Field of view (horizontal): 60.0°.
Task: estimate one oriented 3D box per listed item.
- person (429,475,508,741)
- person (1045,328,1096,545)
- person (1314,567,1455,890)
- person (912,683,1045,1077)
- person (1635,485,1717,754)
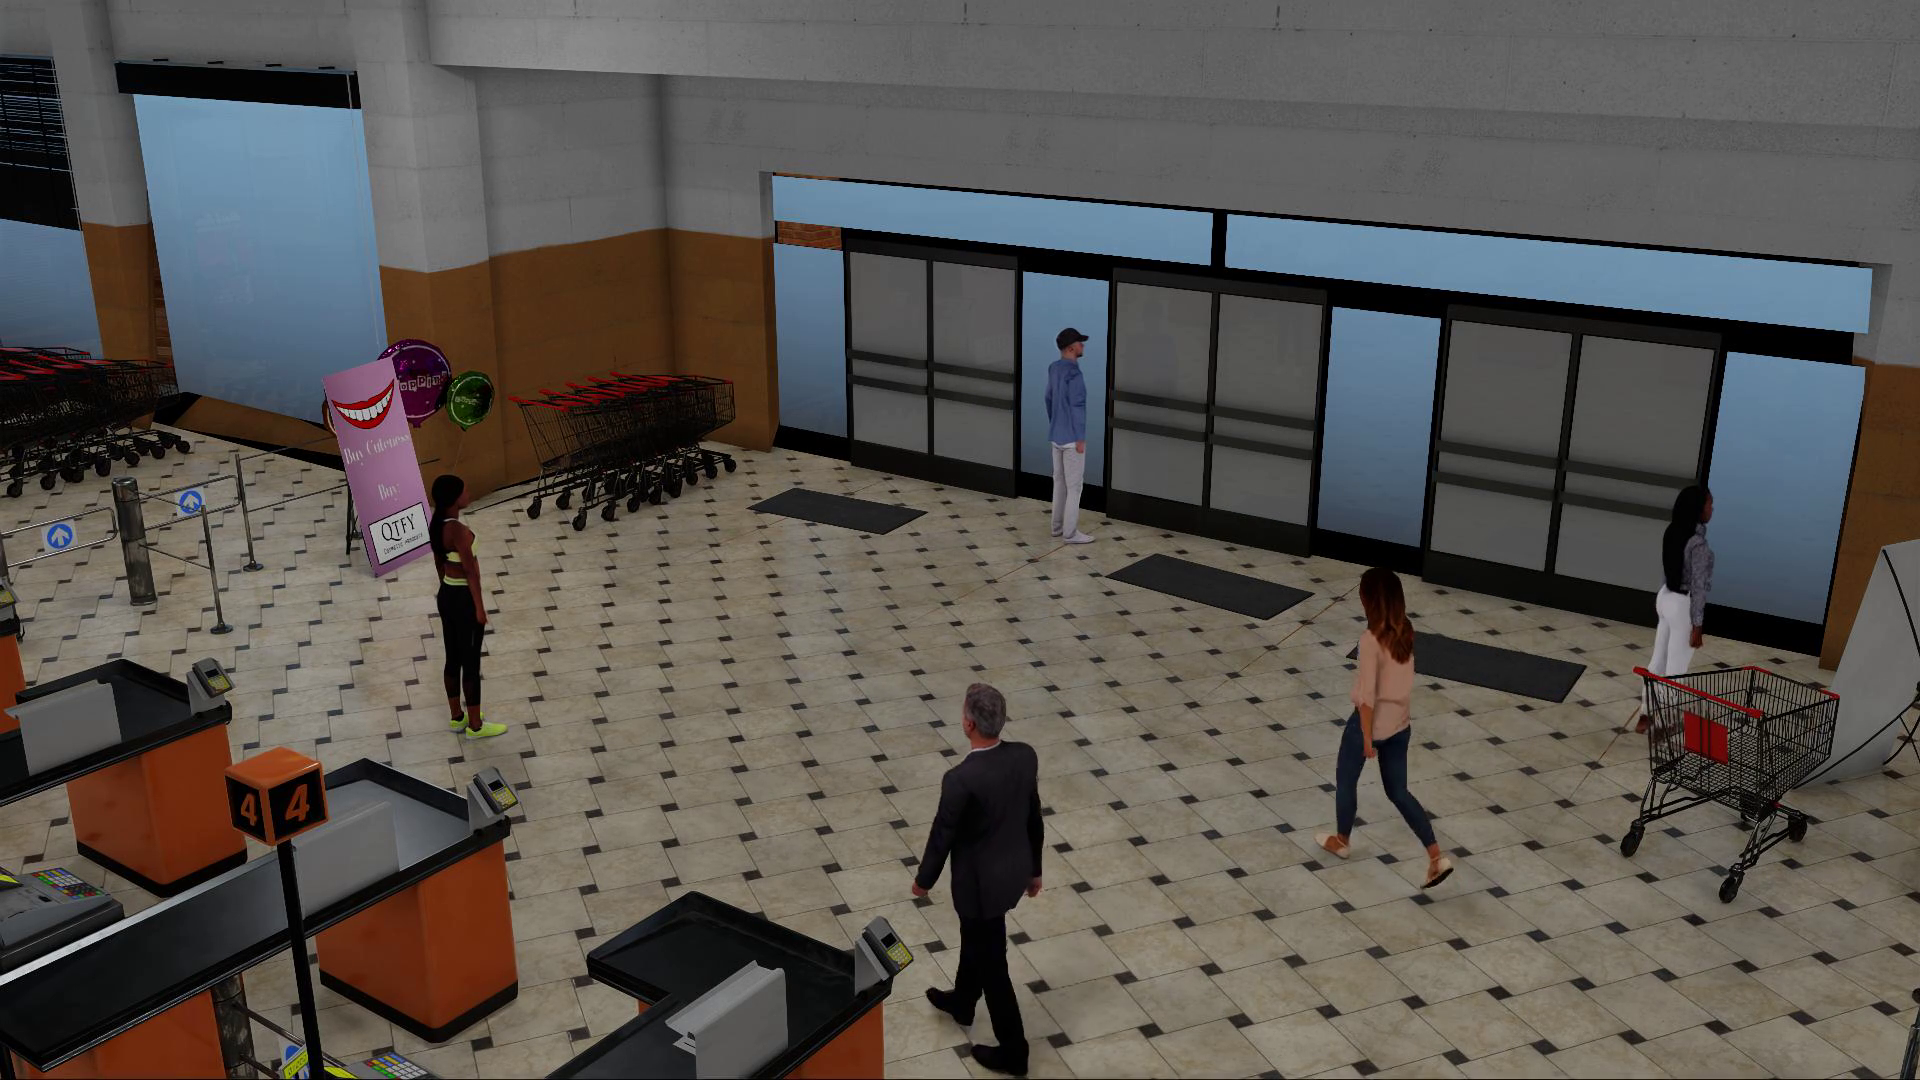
[{"bbox_3d":[-3.220,0.427,10.684,0.584,1.755,0.554,17,25,41],"label":"person"},{"bbox_3d":[0.943,-0.915,14.455,0.737,1.888,0.740,-9,20,-24],"label":"person"},{"bbox_3d":[2.319,1.035,8.879,1.127,1.755,0.931,-11,22,-30],"label":"person"},{"bbox_3d":[0.183,1.535,7.315,0.791,1.808,0.890,14,23,36],"label":"person"},{"bbox_3d":[4.567,0.481,10.573,0.730,1.724,0.629,0,19,0],"label":"person"}]
